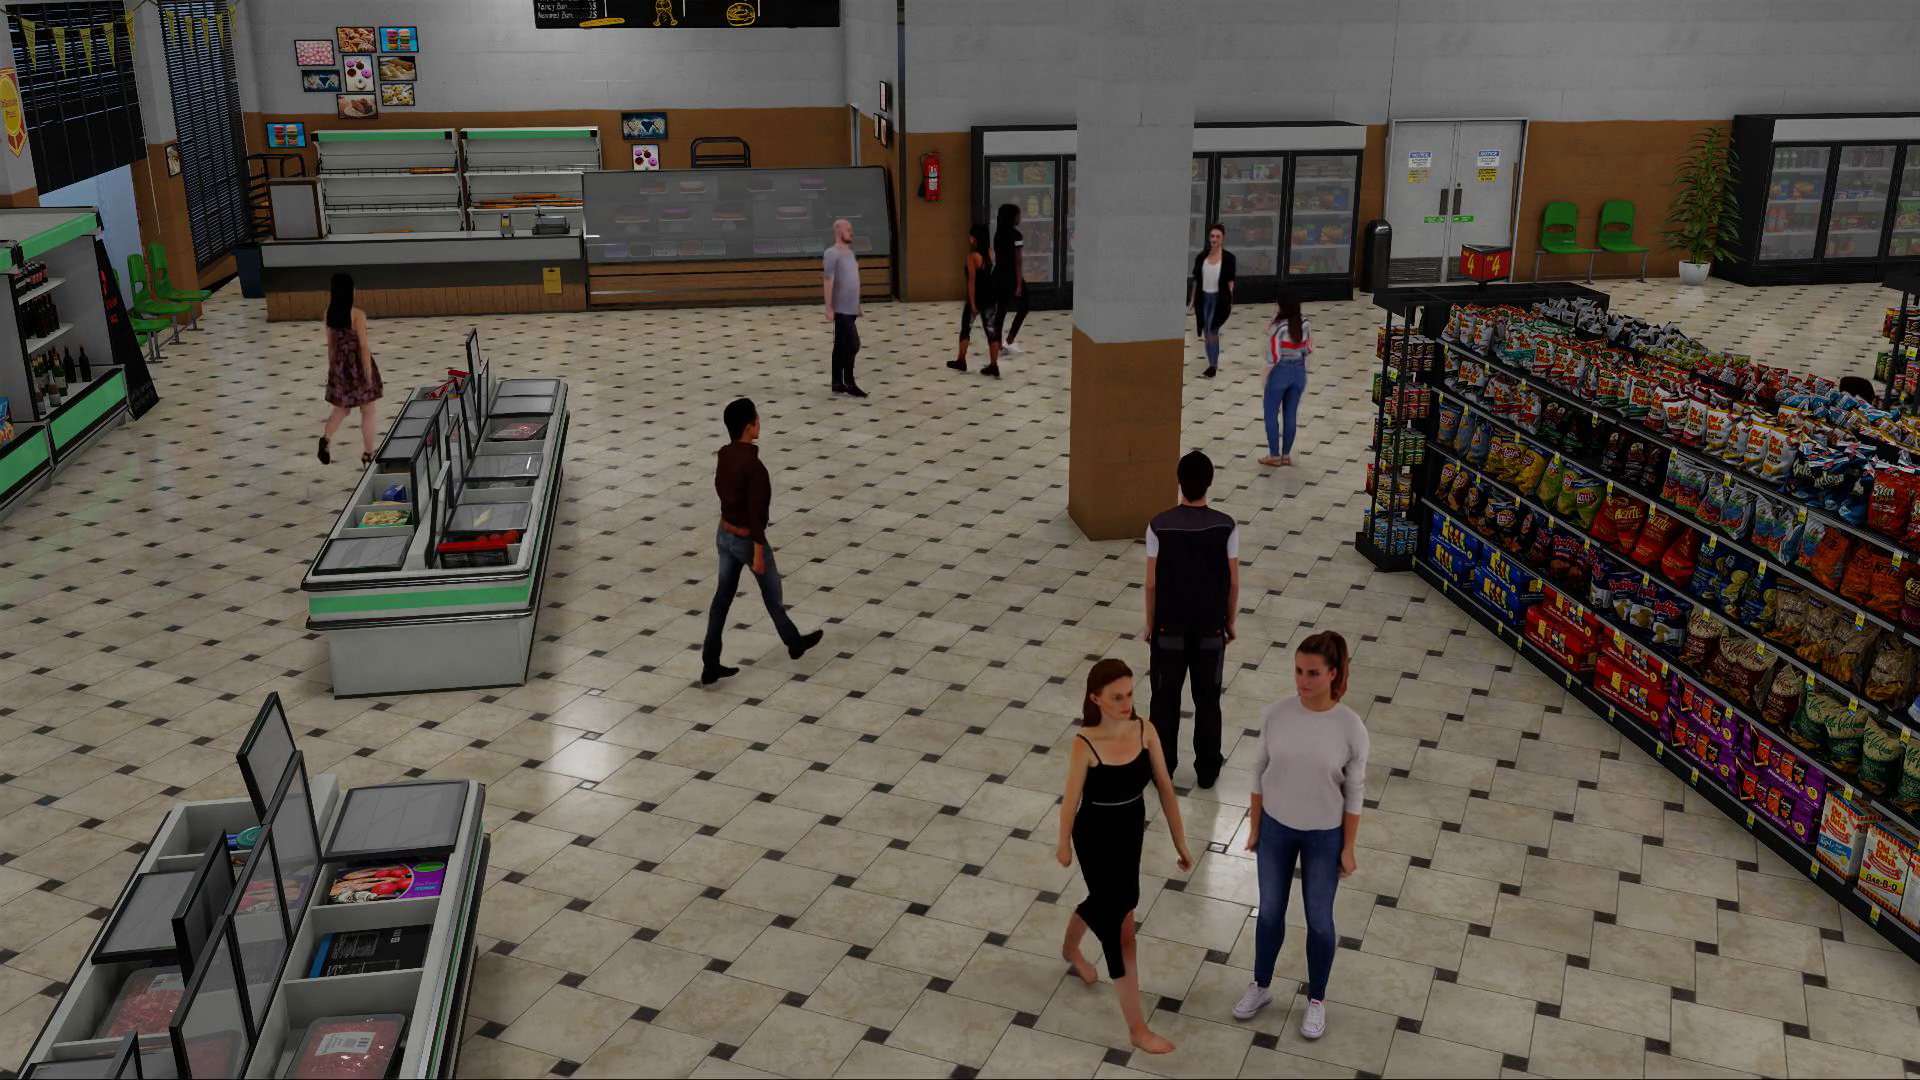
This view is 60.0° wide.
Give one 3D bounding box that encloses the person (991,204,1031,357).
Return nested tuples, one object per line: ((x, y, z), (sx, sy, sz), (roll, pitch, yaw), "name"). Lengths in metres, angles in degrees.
((0.494, -2.927, 18.869), (0.807, 1.725, 0.725), (-18, 25, -42), "person")

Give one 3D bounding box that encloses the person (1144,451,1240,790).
((1.203, 0.431, 8.716), (0.694, 1.849, 0.636), (1, 19, 1), "person")

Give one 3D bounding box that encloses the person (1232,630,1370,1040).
((1.382, 1.180, 6.699), (0.686, 1.719, 0.726), (11, 21, 29), "person")

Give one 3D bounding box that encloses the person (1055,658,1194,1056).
((0.573, 1.216, 6.822), (0.860, 1.572, 1.173), (-12, 22, -32), "person")

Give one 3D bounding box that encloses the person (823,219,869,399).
((-1.274, -2.369, 17.054), (0.907, 1.826, 0.832), (7, 20, 19), "person")

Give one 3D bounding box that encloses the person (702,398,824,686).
((-1.380, 0.052, 10.026), (1.094, 1.730, 1.156), (-16, 24, -39), "person")

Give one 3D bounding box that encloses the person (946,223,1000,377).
((0.300, -2.585, 17.977), (0.983, 1.646, 0.878), (18, 25, 42), "person")

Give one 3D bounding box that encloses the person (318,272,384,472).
((-5.254, -1.378, 14.228), (0.894, 1.755, 1.103), (5, 19, 15), "person")

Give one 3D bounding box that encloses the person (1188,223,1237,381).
((2.763, -2.570, 17.900), (0.802, 1.667, 0.862), (13, 23, 34), "person")

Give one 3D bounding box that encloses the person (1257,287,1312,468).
((2.886, -1.443, 14.659), (0.673, 1.603, 0.597), (-3, 19, -9), "person")
